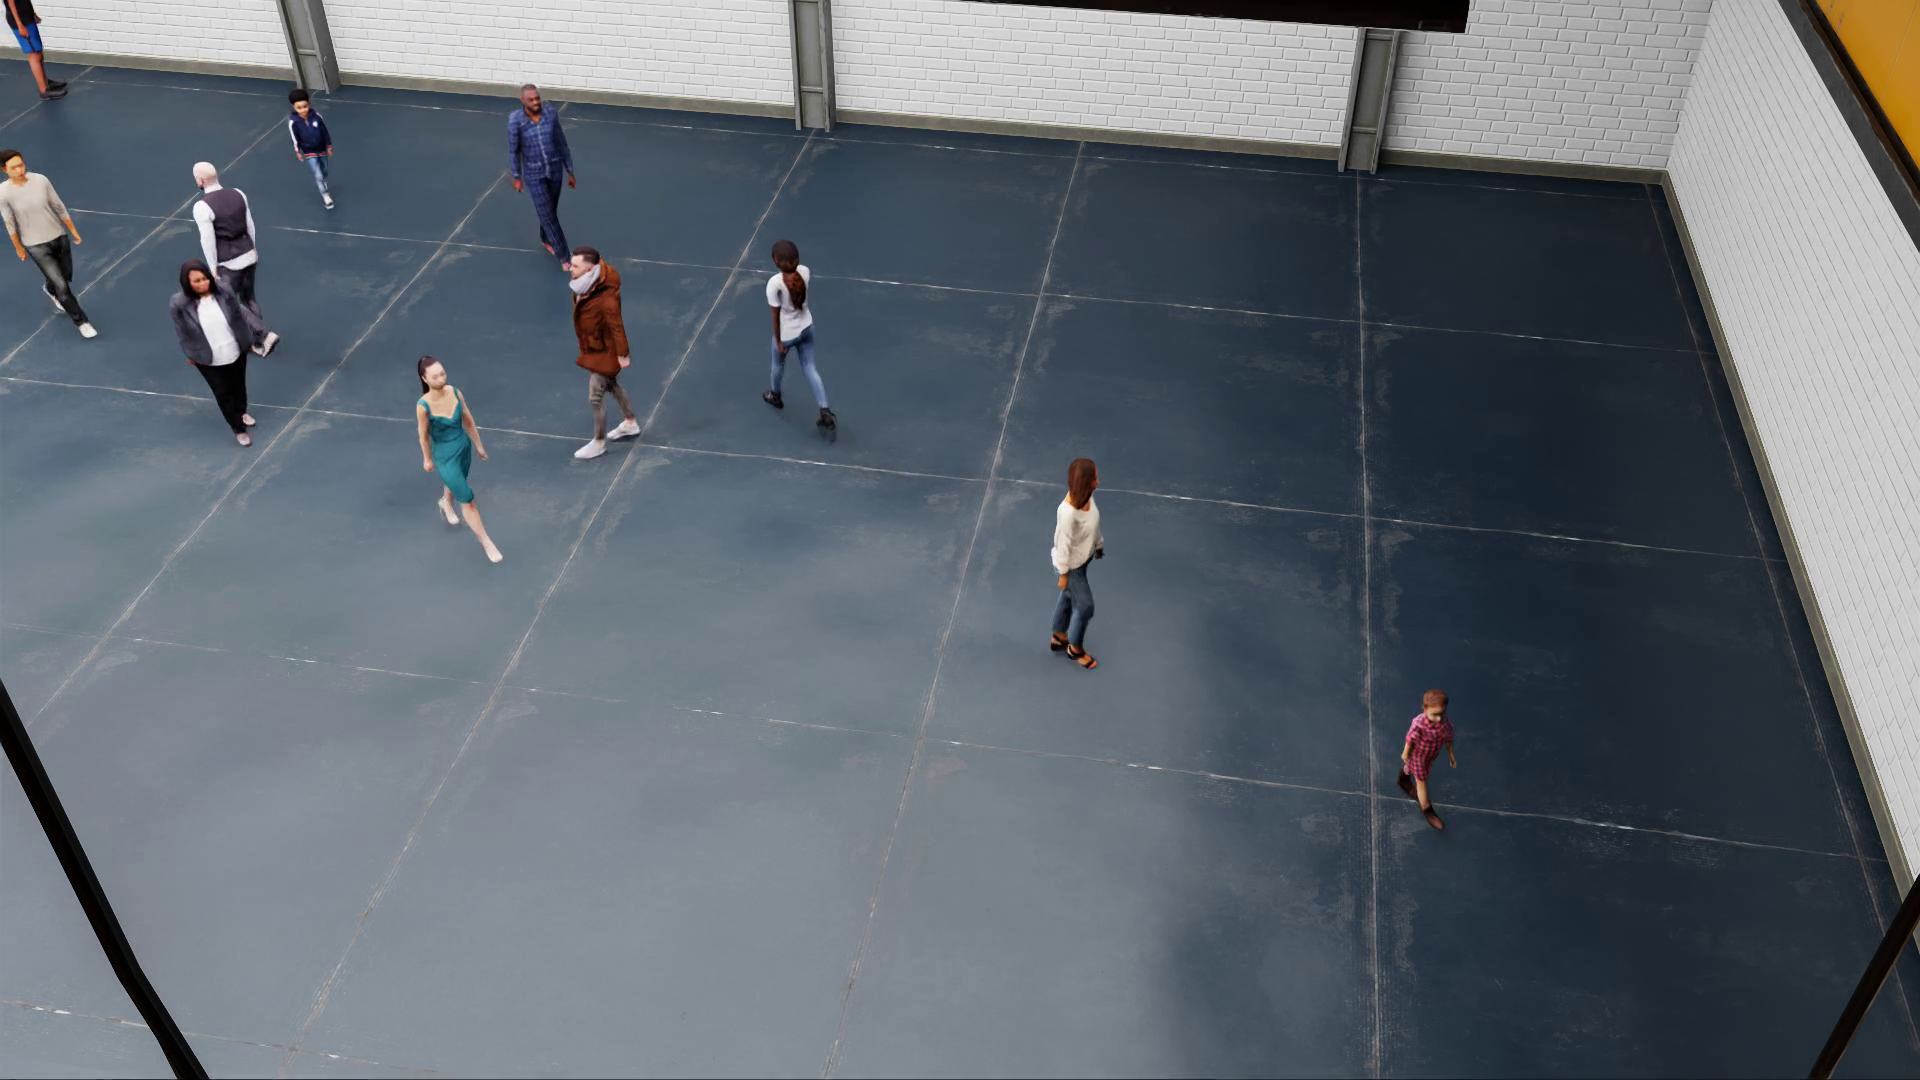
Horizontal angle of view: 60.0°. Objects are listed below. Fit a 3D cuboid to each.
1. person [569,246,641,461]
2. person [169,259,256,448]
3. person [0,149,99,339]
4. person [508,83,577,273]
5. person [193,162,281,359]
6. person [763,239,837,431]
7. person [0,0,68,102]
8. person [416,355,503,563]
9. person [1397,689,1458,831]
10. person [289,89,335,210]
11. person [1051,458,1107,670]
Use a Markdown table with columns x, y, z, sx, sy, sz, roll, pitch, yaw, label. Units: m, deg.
| x | y | z | sx | sy | sz | roll | pitch | yaw | label |
| --- | --- | --- | --- | --- | --- | --- | --- | --- | --- |
| -2.796 | -1.554 | 13.388 | 1.055 | 1.814 | 0.989 | -21 | 43 | -24 | person |
| -6.101 | -1.587 | 13.619 | 0.912 | 1.577 | 0.986 | -31 | 48 | -33 | person |
| -8.201 | -2.698 | 14.848 | 1.215 | 1.780 | 1.040 | 25 | 45 | 27 | person |
| -4.005 | -3.512 | 15.862 | 1.128 | 1.786 | 1.189 | -23 | 44 | -26 | person |
| -6.227 | -2.377 | 14.431 | 0.957 | 1.798 | 0.879 | 15 | 41 | 18 | person |
| -1.296 | -1.651 | 13.614 | 1.054 | 1.682 | 1.152 | -26 | 46 | -29 | person |
| -10.677 | -5.908 | 18.857 | 0.765 | 1.793 | 0.742 | -12 | 40 | -14 | person |
| -3.823 | -0.650 | 12.399 | 1.126 | 1.637 | 0.917 | 28 | 47 | 31 | person |
| 2.910 | 1.287 | 10.487 | 0.736 | 0.995 | 0.719 | -15 | 41 | -18 | person |
| -6.597 | -4.029 | 16.976 | 0.828 | 1.204 | 0.859 | -20 | 43 | -23 | person |
| 0.708 | 0.129 | 11.391 | 0.696 | 1.675 | 0.700 | 14 | 41 | 16 | person |
